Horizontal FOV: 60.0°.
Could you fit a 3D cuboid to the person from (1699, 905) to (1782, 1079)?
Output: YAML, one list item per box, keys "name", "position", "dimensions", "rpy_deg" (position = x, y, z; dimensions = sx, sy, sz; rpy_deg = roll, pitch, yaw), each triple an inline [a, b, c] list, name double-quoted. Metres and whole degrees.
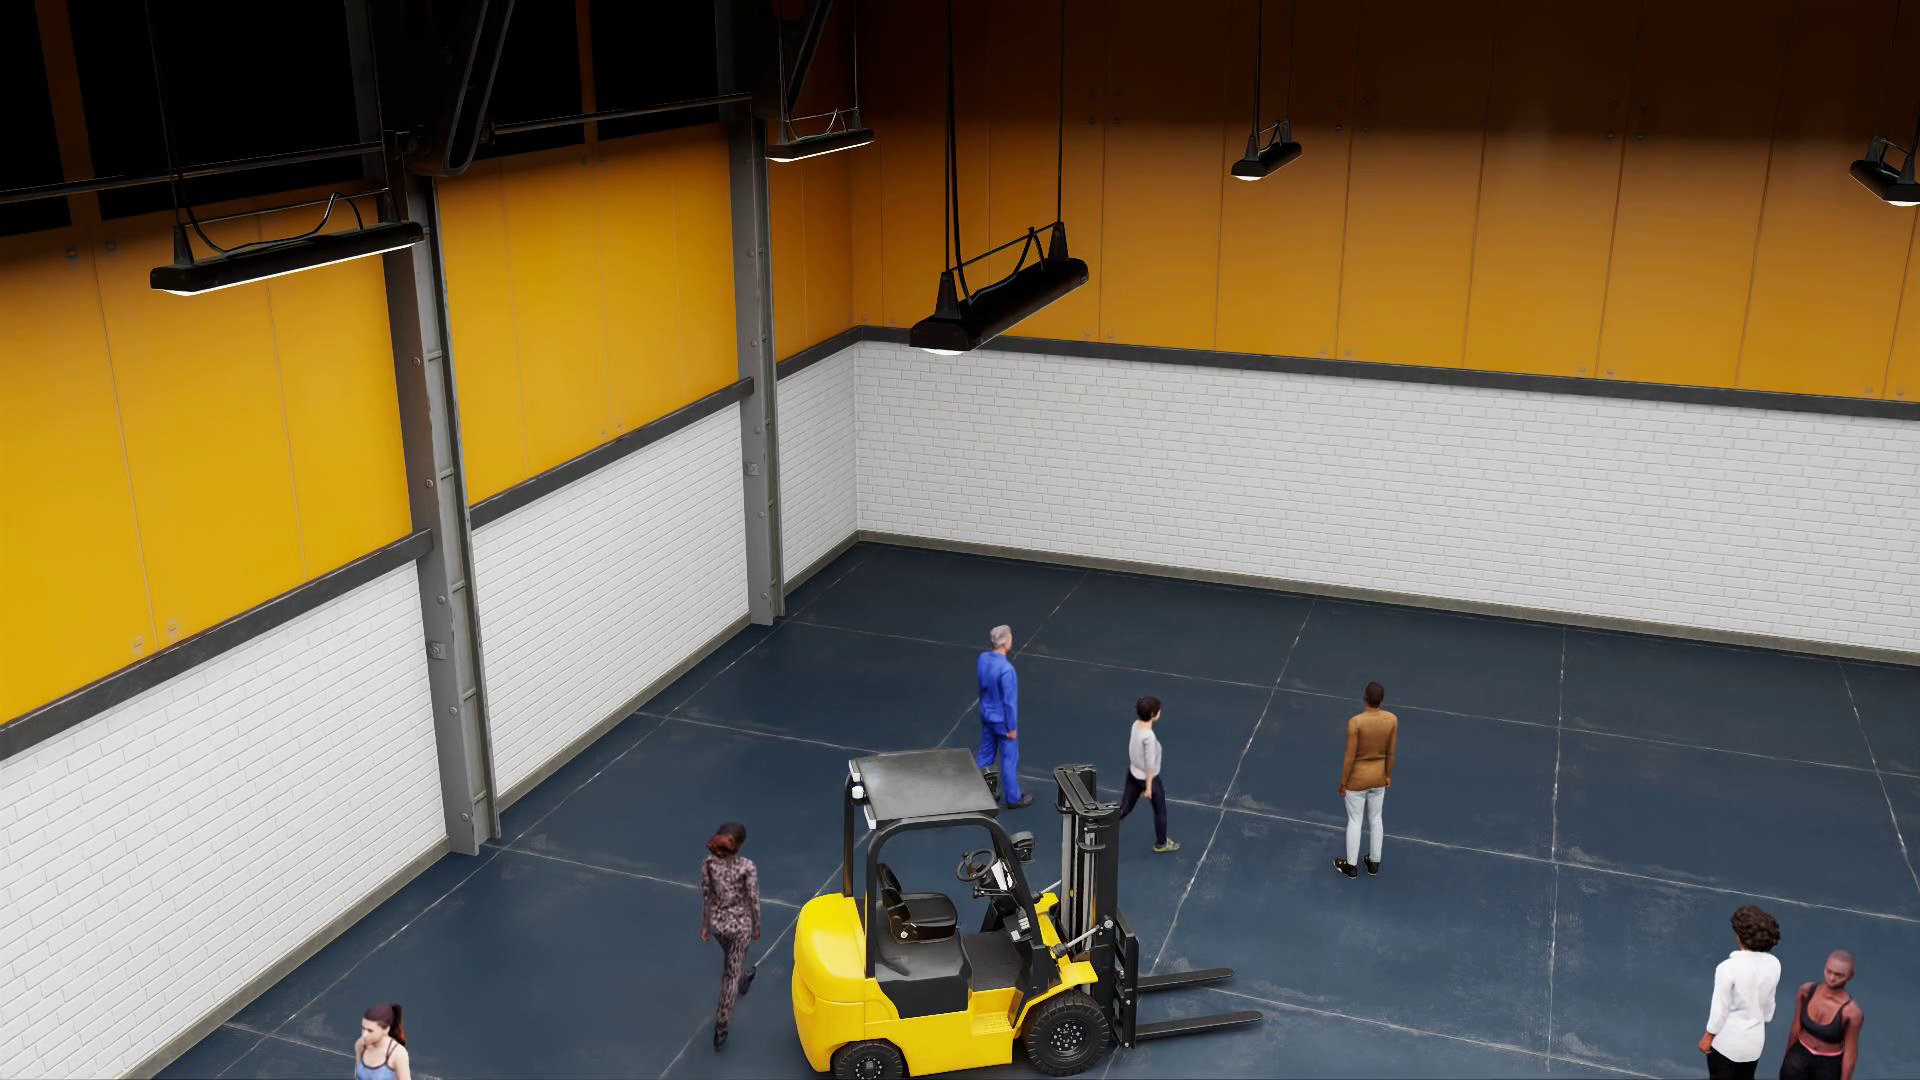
- name: "person"
  position: [5.128, 3.240, 10.962]
  dimensions: [0.715, 1.808, 0.732]
  rpy_deg: [-5, 19, -14]

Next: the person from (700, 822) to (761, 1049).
- name: "person"
  position: [-1.697, 2.907, 12.190]
  dimensions: [0.680, 1.655, 1.168]
  rpy_deg: [4, 19, 11]

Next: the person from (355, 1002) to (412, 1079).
- name: "person"
  position: [-3.521, 3.555, 10.360]
  dimensions: [0.704, 1.595, 1.016]
  rpy_deg: [11, 22, 30]

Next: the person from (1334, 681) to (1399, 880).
- name: "person"
  position: [3.529, 2.070, 14.422]
  dimensions: [0.717, 1.817, 0.731]
  rpy_deg: [-4, 19, -13]

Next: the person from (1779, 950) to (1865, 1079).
- name: "person"
  position: [5.550, 3.370, 10.672]
  dimensions: [0.928, 1.746, 0.830]
  rpy_deg: [-15, 24, -37]

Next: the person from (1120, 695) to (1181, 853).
- name: "person"
  position: [1.550, 2.113, 14.755]
  dimensions: [1.029, 1.522, 1.010]
  rpy_deg: [-7, 20, -21]

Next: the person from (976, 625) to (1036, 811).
- name: "person"
  position: [0.319, 1.672, 15.583]
  dimensions: [0.980, 1.830, 0.932]
  rpy_deg: [-12, 22, -31]
